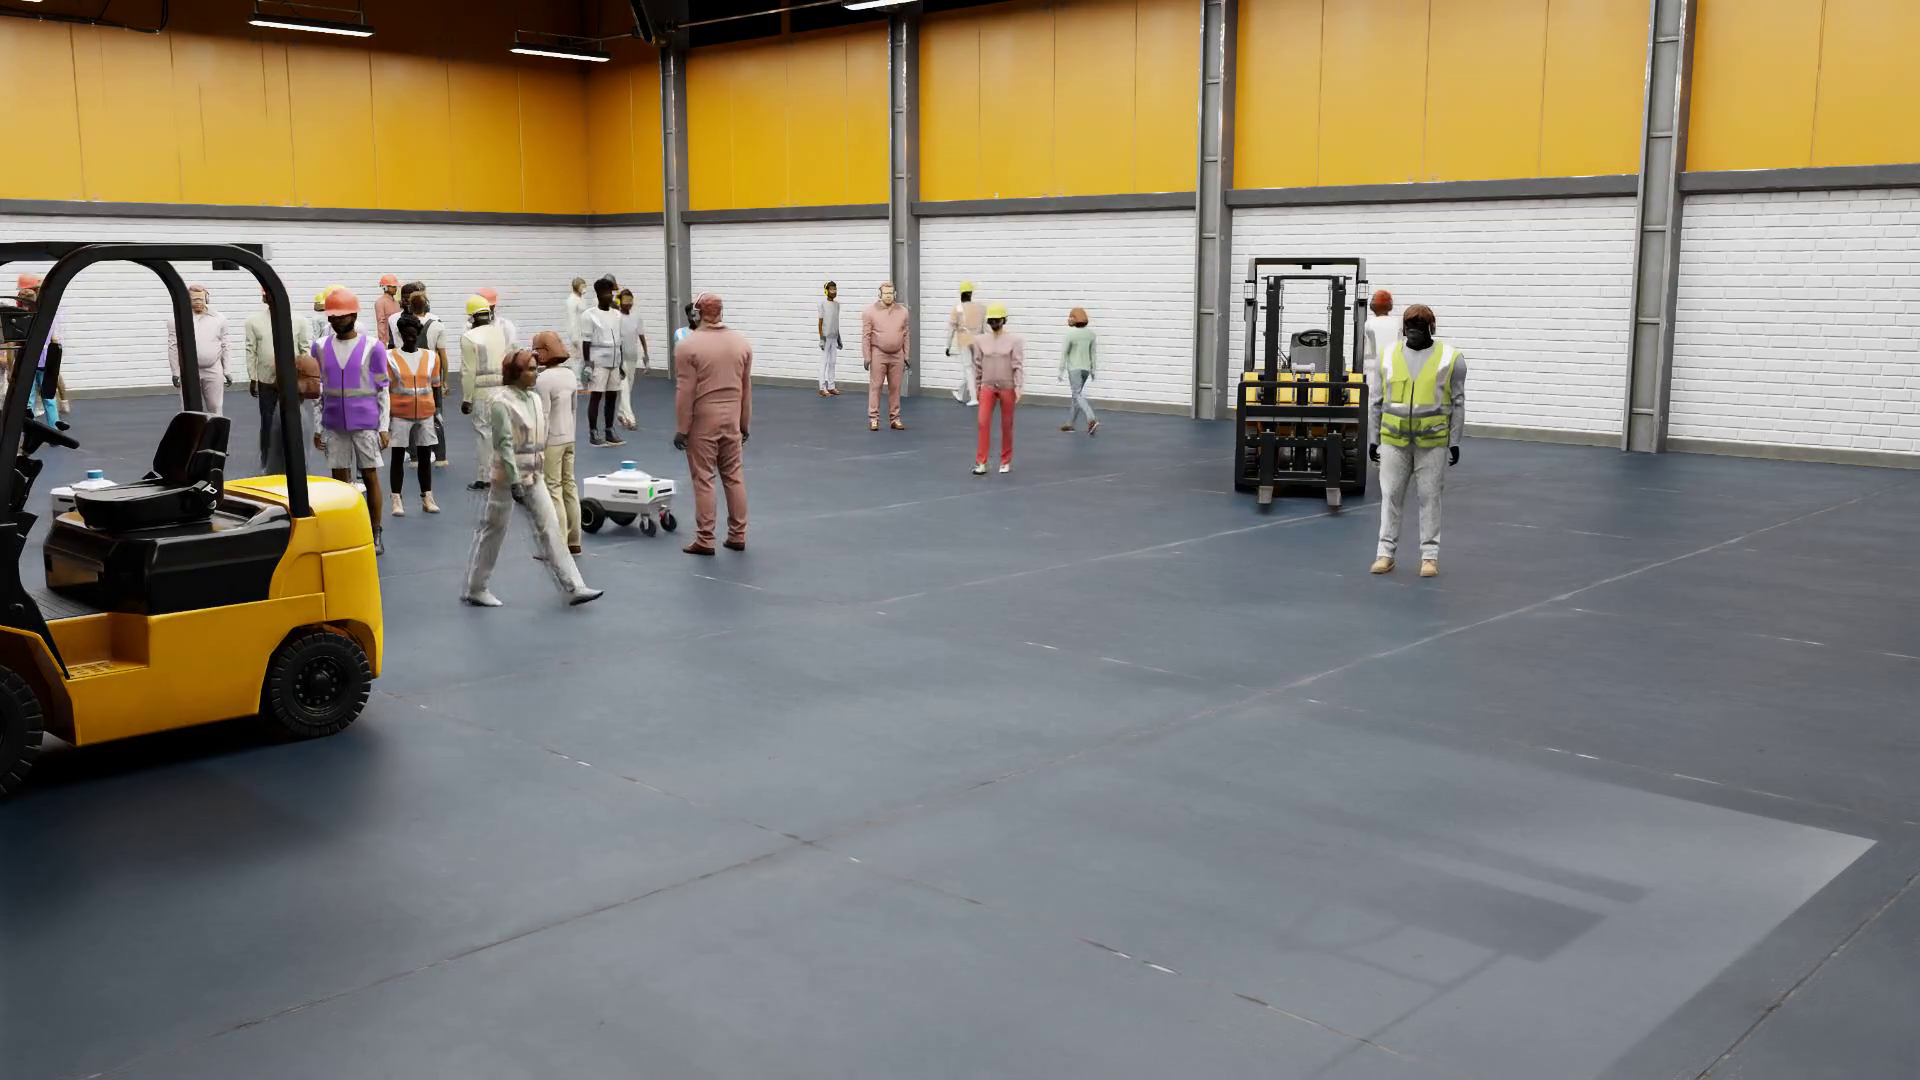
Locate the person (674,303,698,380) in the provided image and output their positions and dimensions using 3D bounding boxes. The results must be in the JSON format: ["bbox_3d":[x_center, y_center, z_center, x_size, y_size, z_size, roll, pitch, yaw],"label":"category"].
[{"bbox_3d":[-3.173,-1.995,19.910,0.546,1.655,0.792,0,9,2],"label":"person"}]

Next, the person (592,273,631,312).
[{"bbox_3d":[-6.136,-3.727,29.362,0.689,2.000,0.887,-5,10,-27],"label":"person"}]

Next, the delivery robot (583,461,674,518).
[{"bbox_3d":[-2.605,-0.378,13.089,0.707,0.478,0.477,5,10,26],"label":"delivery robot"}]

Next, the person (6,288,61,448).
[{"bbox_3d":[-10.675,-1.970,19.181,0.380,1.845,0.570,9,13,44],"label":"person"}]

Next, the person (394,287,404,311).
[{"bbox_3d":[-8.588,-3.043,25.923,0.607,1.789,0.617,3,10,16],"label":"person"}]

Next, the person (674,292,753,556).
[{"bbox_3d":[-1.813,-0.844,12.102,0.651,1.906,0.403,-9,13,-43],"label":"person"}]

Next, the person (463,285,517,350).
[{"bbox_3d":[-4.833,-1.676,17.186,0.571,1.911,0.620,1,9,4],"label":"person"}]

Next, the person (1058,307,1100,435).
[{"bbox_3d":[1.510,-2.125,20.879,0.513,1.599,0.808,-6,11,-34],"label":"person"}]

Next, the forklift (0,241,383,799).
[{"bbox_3d":[-3.706,-0.171,7.093,1.214,2.155,2.313,9,13,43],"label":"forklift"}]

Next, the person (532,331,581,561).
[{"bbox_3d":[-2.887,-0.665,11.835,0.272,1.631,0.507,3,10,16],"label":"person"}]

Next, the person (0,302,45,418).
[{"bbox_3d":[-12.939,-2.424,22.656,0.539,1.614,0.623,4,10,21],"label":"person"}]

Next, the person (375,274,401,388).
[{"bbox_3d":[-8.608,-3.022,25.177,0.387,1.992,0.626,1,9,6],"label":"person"}]

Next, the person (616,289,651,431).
[{"bbox_3d":[-4.332,-2.351,21.627,0.539,1.824,0.989,-6,11,-31],"label":"person"}]

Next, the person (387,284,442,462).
[{"bbox_3d":[-5.847,-1.789,17.874,0.587,1.913,0.390,0,9,3],"label":"person"}]

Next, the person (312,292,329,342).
[{"bbox_3d":[-9.087,-2.675,23.851,0.322,1.737,0.483,4,10,24],"label":"person"}]

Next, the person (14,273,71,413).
[{"bbox_3d":[-13.060,-2.775,23.654,0.582,2.009,0.714,0,9,0],"label":"person"}]

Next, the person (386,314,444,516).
[{"bbox_3d":[-4.619,-1.049,14.009,0.530,1.692,0.322,-6,11,-34],"label":"person"}]

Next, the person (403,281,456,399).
[{"bbox_3d":[-8.494,-3.115,26.091,0.652,1.870,1.053,9,13,42],"label":"person"}]

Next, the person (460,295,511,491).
[{"bbox_3d":[-4.449,-1.368,15.548,0.404,1.828,0.592,5,10,26],"label":"person"}]

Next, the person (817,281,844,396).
[{"bbox_3d":[-2.117,-3.290,27.205,0.330,1.874,0.518,7,12,38],"label":"person"}]

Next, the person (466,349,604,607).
[{"bbox_3d":[-2.654,-0.362,10.105,0.889,1.588,0.536,3,10,18],"label":"person"}]

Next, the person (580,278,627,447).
[{"bbox_3d":[-4.148,-2.068,19.419,0.361,1.963,0.612,7,11,35],"label":"person"}]

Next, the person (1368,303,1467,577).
[{"bbox_3d":[3.066,-0.670,11.228,0.634,1.841,0.429,4,10,24],"label":"person"}]

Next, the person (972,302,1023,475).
[{"bbox_3d":[0.365,-1.499,16.652,0.527,1.736,0.817,2,9,12],"label":"person"}]

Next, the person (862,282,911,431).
[{"bbox_3d":[-0.933,-2.353,21.357,0.652,1.904,0.402,-4,10,-21],"label":"person"}]

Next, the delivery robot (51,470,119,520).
[{"bbox_3d":[-6.478,-0.280,12.483,0.707,0.478,0.477,5,11,29],"label":"delivery robot"}]

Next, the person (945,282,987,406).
[{"bbox_3d":[0.080,-2.995,25.397,0.609,1.870,1.009,-6,11,-31],"label":"person"}]

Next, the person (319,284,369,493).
[{"bbox_3d":[-5.693,-1.388,15.370,0.594,1.926,0.366,6,11,31],"label":"person"}]

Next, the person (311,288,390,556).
[{"bbox_3d":[-4.385,-0.835,11.953,0.552,1.932,0.377,0,9,-2],"label":"person"}]

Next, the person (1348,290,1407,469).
[{"bbox_3d":[4.356,-1.683,17.443,0.611,1.836,0.955,-1,9,-7],"label":"person"}]

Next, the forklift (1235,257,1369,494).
[{"bbox_3d":[3.309,-1.629,16.029,1.214,2.155,2.313,2,9,11],"label":"forklift"}]

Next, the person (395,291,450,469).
[{"bbox_3d":[-5.554,-1.647,17.216,0.512,1.844,0.340,-2,10,-15],"label":"person"}]

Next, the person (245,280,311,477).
[{"bbox_3d":[-6.775,-1.618,16.569,0.613,1.995,0.391,-3,10,-18],"label":"person"}]

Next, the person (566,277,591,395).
[{"bbox_3d":[-6.279,-3.351,27.371,0.356,1.937,0.637,0,9,1],"label":"person"}]

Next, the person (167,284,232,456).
[{"bbox_3d":[-8.347,-1.852,18.300,0.638,1.903,0.409,-6,11,-33],"label":"person"}]

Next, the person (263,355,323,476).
[{"bbox_3d":[-3.926,-0.261,9.513,0.711,1.590,0.514,-5,10,-26],"label":"person"}]
